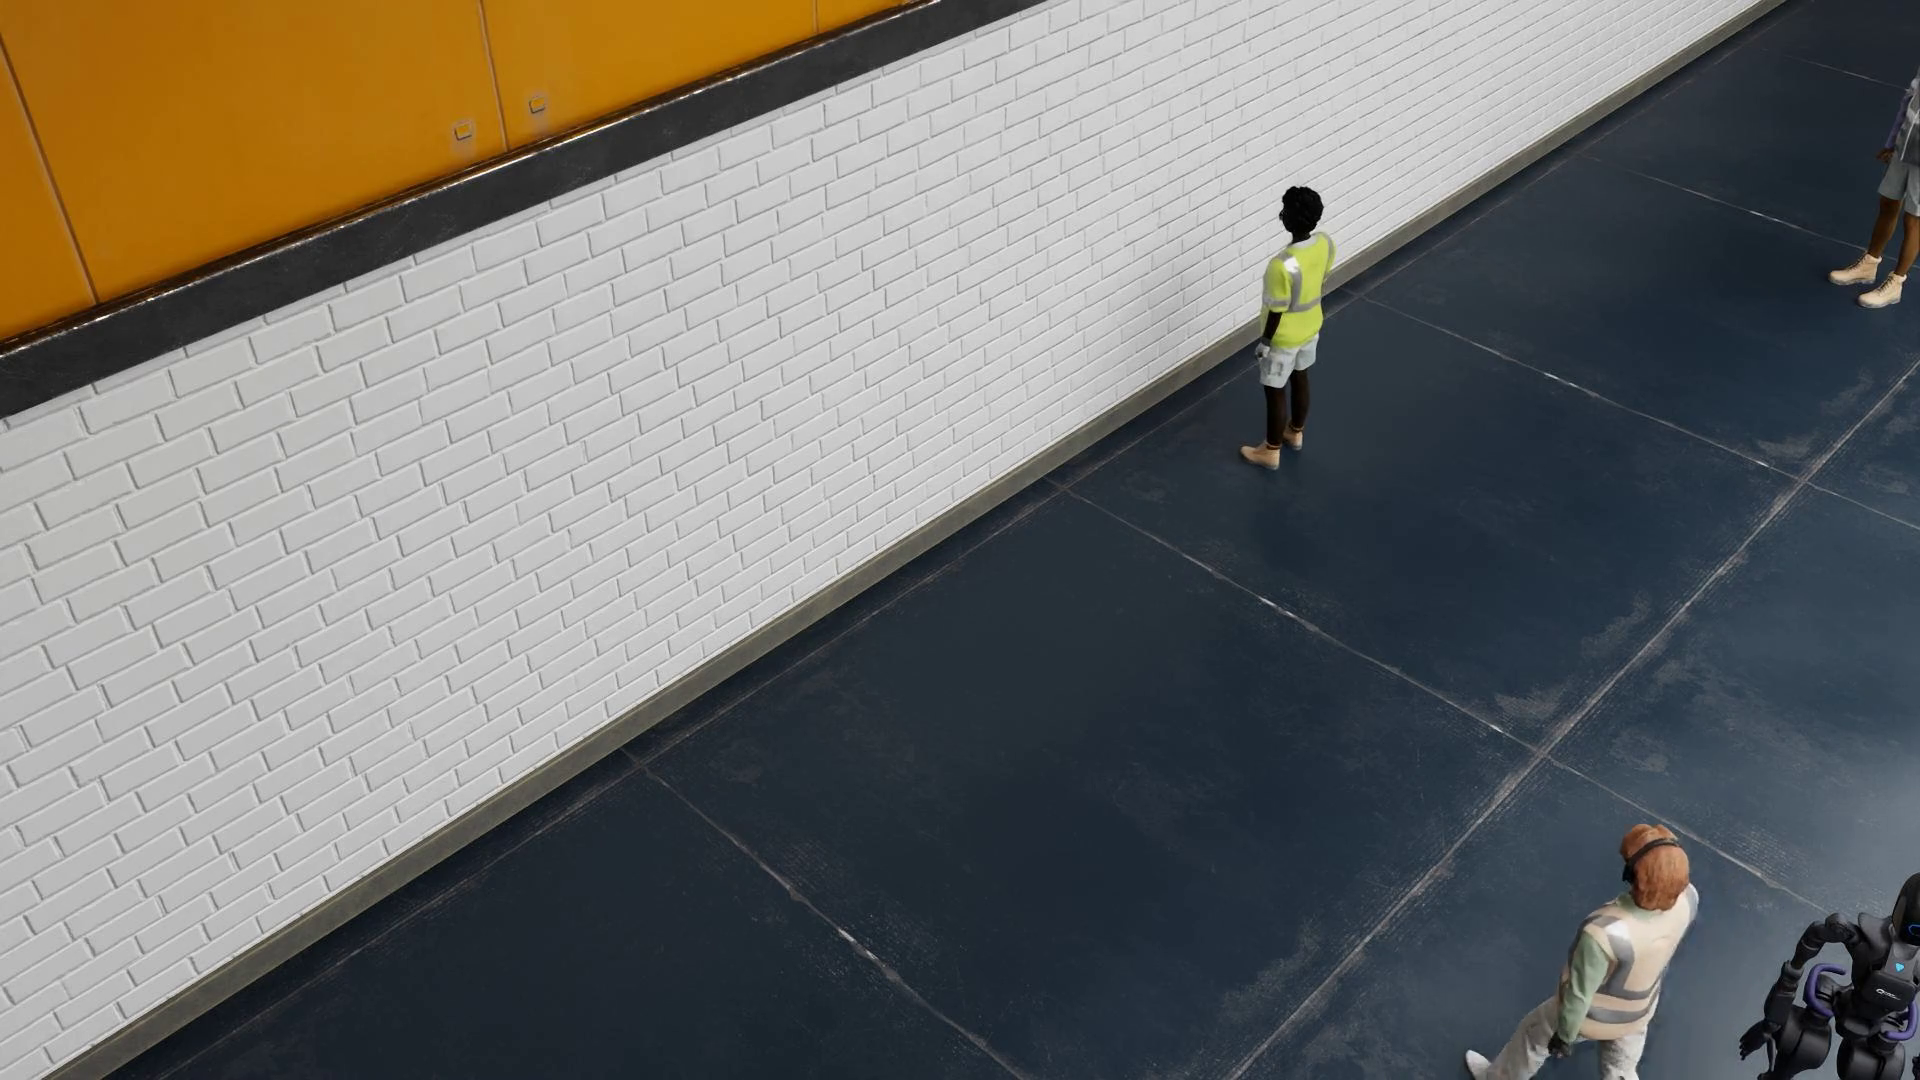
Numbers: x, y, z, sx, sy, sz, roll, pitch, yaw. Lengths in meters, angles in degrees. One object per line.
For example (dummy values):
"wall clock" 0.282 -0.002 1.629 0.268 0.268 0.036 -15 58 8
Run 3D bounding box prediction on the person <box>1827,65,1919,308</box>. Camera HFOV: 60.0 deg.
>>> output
"person" 6.086 -2.447 10.561 0.381 2.041 0.614 -7 39 -9

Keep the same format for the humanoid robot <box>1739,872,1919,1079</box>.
"humanoid robot" 3.020 1.701 5.654 0.599 1.657 0.315 17 42 20

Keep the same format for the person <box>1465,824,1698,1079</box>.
"person" 2.284 1.639 5.804 0.520 1.597 0.811 -18 42 -21

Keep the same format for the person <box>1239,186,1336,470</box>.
"person" 1.823 -1.171 9.238 0.317 1.695 0.539 30 48 32
